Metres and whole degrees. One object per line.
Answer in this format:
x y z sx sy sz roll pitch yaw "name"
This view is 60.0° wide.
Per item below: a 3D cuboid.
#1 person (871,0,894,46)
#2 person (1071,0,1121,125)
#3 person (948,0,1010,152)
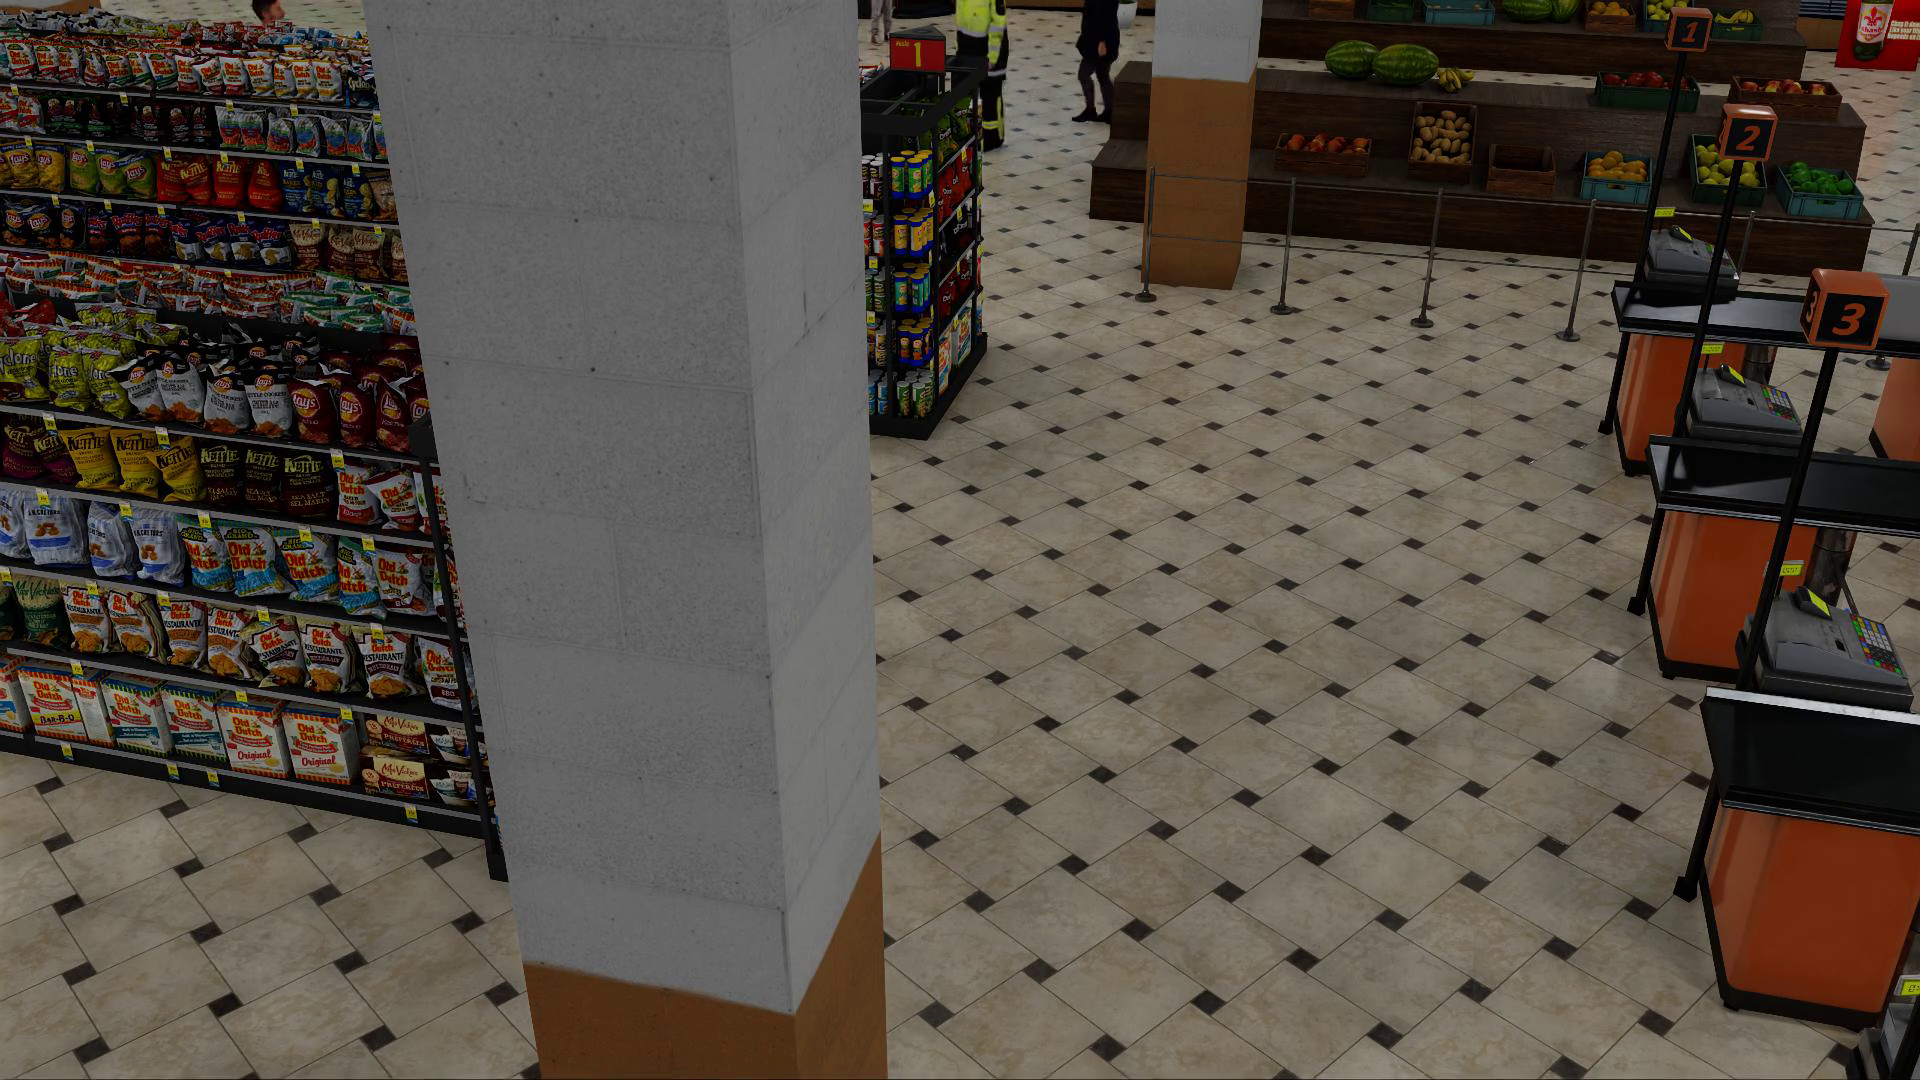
-0.929 -6.587 19.814 0.544 1.306 0.592 -19 34 -31 "person"
1.462 -4.923 16.393 0.686 1.664 0.689 5 29 10 "person"
0.265 -4.554 15.433 1.116 1.936 1.101 -24 37 -37 "person"
